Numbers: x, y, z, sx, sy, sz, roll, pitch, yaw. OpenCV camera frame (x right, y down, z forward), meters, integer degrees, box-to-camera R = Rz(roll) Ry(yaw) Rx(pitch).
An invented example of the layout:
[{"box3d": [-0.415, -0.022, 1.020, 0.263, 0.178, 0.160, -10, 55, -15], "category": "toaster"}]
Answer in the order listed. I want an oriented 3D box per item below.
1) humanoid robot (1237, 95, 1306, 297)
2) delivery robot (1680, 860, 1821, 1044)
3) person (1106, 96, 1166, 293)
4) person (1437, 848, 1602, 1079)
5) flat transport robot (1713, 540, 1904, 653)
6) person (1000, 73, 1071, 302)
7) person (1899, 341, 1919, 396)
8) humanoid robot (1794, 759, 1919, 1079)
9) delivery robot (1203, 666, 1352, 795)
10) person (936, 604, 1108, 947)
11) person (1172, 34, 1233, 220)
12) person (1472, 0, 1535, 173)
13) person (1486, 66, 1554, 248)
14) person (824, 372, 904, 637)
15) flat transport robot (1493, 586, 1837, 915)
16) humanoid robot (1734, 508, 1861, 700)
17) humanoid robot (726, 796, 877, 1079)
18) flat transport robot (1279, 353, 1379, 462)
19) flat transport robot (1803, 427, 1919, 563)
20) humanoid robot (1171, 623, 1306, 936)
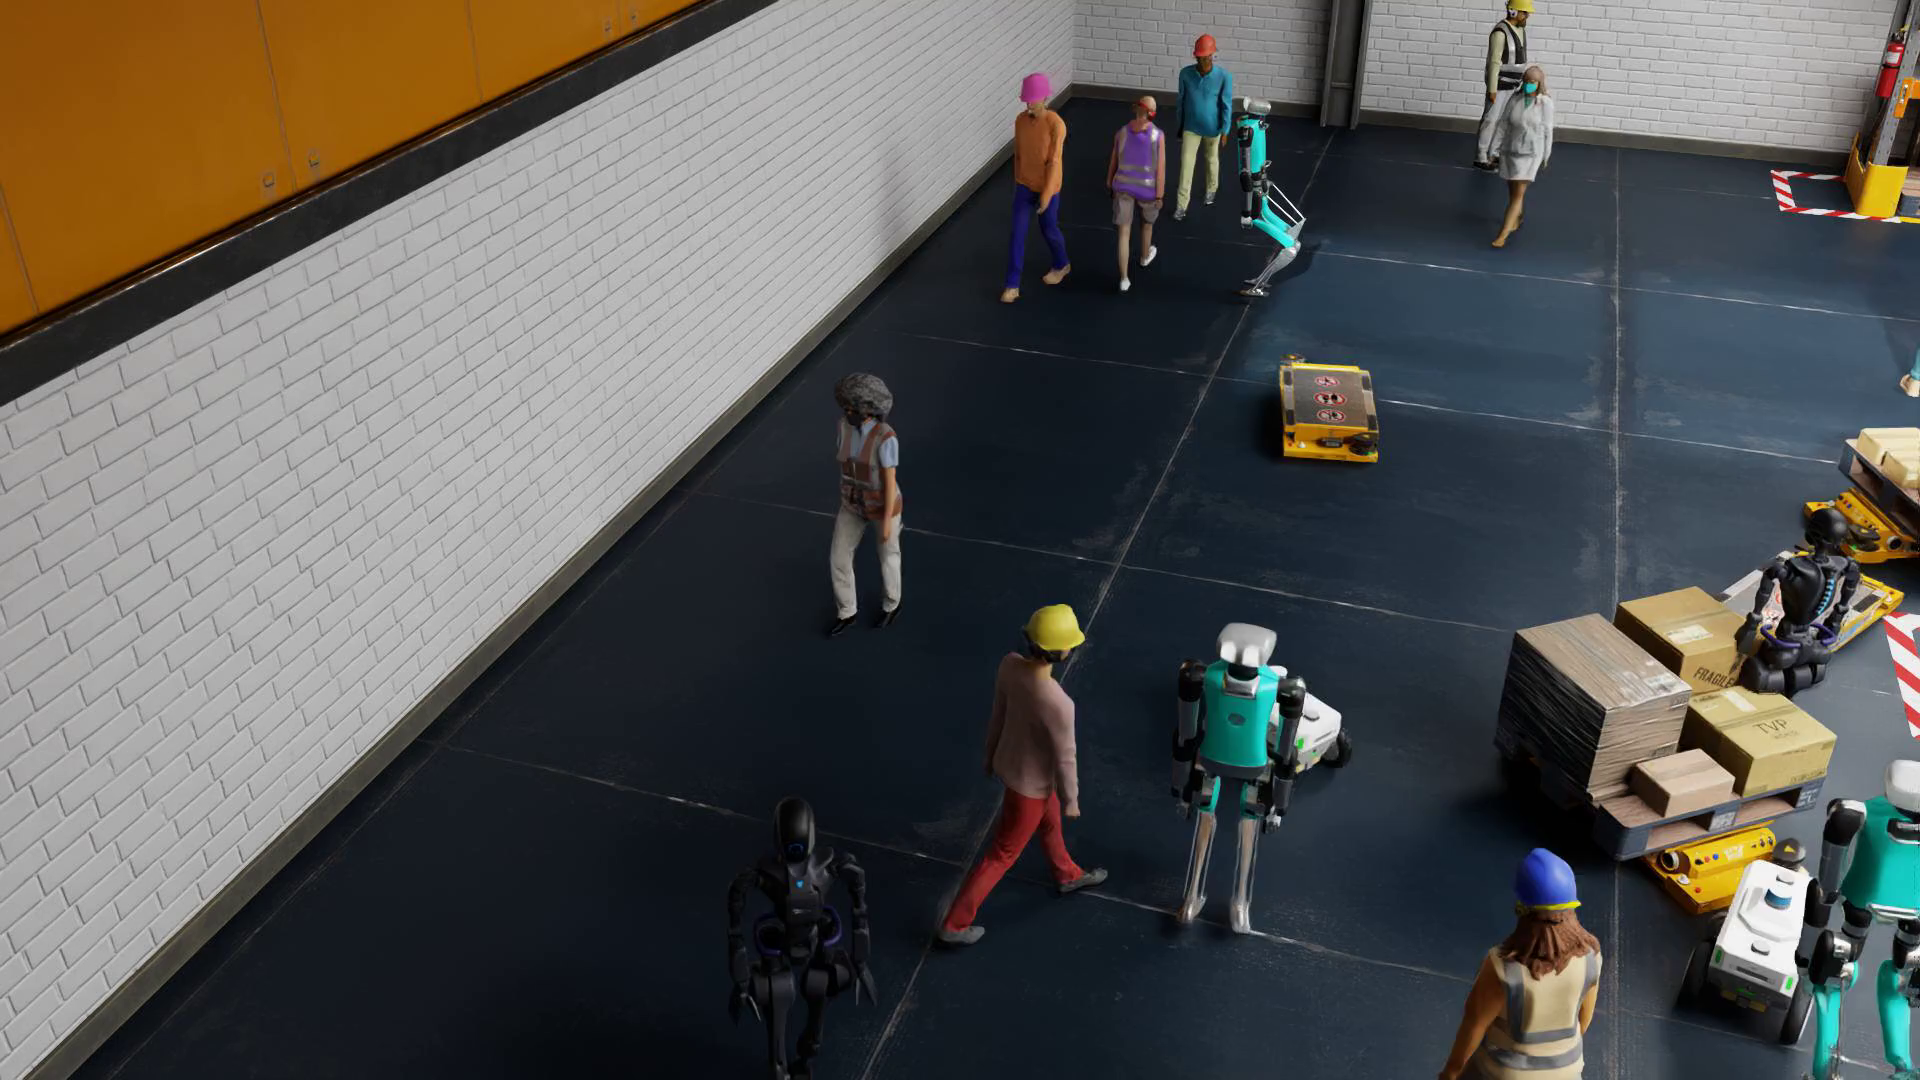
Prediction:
[{"box3d": [2.626, -2.840, 13.875, 0.735, 1.678, 0.533, 11, 32, 19], "category": "humanoid robot"}, {"box3d": [3.534, 1.764, 7.332, 0.523, 0.585, 0.737, 19, 35, 29], "category": "delivery robot"}, {"box3d": [1.532, -3.040, 14.424, 0.525, 1.634, 0.908, 8, 31, 13], "category": "person"}, {"box3d": [2.015, 1.872, 6.001, 0.675, 1.742, 0.459, -2, 31, -4], "category": "person"}, {"box3d": [4.973, 0.427, 9.898, 1.431, 0.231, 0.659, -23, 37, -34], "category": "flat transport robot"}, {"box3d": [0.682, -3.025, 14.127, 0.508, 1.943, 0.886, 17, 35, 27], "category": "person"}, {"box3d": [7.461, -1.922, 12.329, 0.495, 1.862, 0.396, 10, 32, 17], "category": "person"}, {"box3d": [3.437, 1.714, 6.257, 0.550, 1.785, 0.689, 7, 31, 12], "category": "humanoid robot"}, {"box3d": [1.654, 0.943, 8.744, 0.499, 0.599, 0.797, -21, 36, -31], "category": "delivery robot"}, {"box3d": [0.271, 1.045, 7.416, 0.934, 1.708, 0.519, -13, 33, -21], "category": "person"}, {"box3d": [2.337, -4.007, 16.022, 0.574, 1.706, 0.882, 13, 33, 22], "category": "person"}, {"box3d": [5.600, -4.713, 17.113, 0.403, 1.825, 0.589, 24, 38, 35], "category": "person"}, {"box3d": [5.147, -3.547, 15.328, 0.518, 1.609, 0.890, 23, 37, 33], "category": "person"}, {"box3d": [-0.563, -0.165, 9.520, 0.470, 1.666, 0.634, 17, 35, 27], "category": "person"}, {"box3d": [3.504, 1.298, 8.417, 0.659, 0.231, 1.431, -10, 32, -17], "category": "flat transport robot"}, {"box3d": [4.065, 0.544, 8.310, 0.589, 1.654, 0.452, -6, 31, -10], "category": "humanoid robot"}, {"box3d": [-0.608, 1.679, 6.403, 0.583, 1.642, 0.635, -7, 31, -12], "category": "humanoid robot"}, {"box3d": [2.710, -0.983, 12.297, 0.659, 0.231, 1.431, 4, 31, 7], "category": "flat transport robot"}, {"box3d": [6.350, -0.107, 10.807, 1.431, 0.231, 0.659, -2, 30, -3], "category": "flat transport robot"}, {"box3d": [1.224, 0.996, 7.380, 0.532, 1.696, 0.734, 8, 31, 13], "category": "humanoid robot"}]
